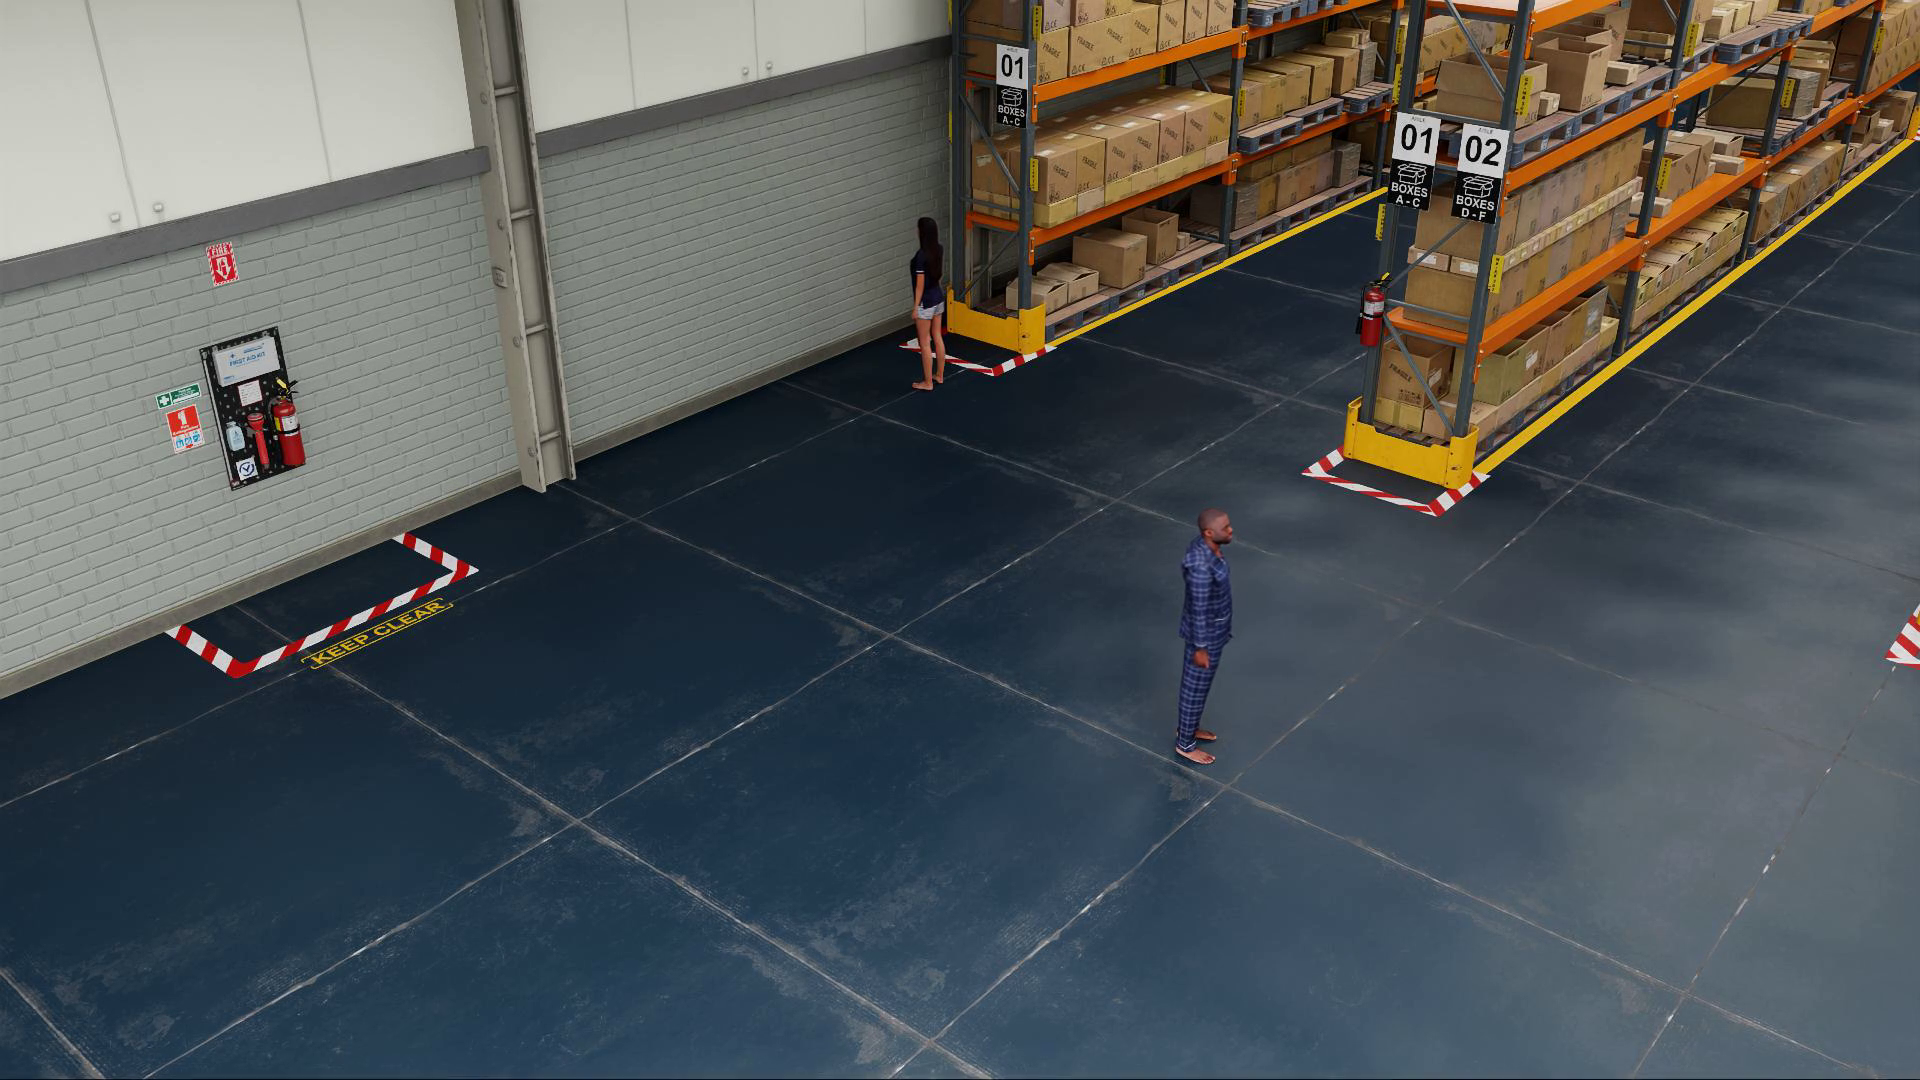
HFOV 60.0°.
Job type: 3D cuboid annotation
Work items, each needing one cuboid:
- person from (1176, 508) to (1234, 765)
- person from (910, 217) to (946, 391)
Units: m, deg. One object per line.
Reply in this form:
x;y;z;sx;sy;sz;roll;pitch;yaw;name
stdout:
1.604;0.600;11.006;0.819;1.824;0.693;6;29;12;person
-0.316;-2.365;16.635;0.656;1.765;0.472;19;33;31;person
